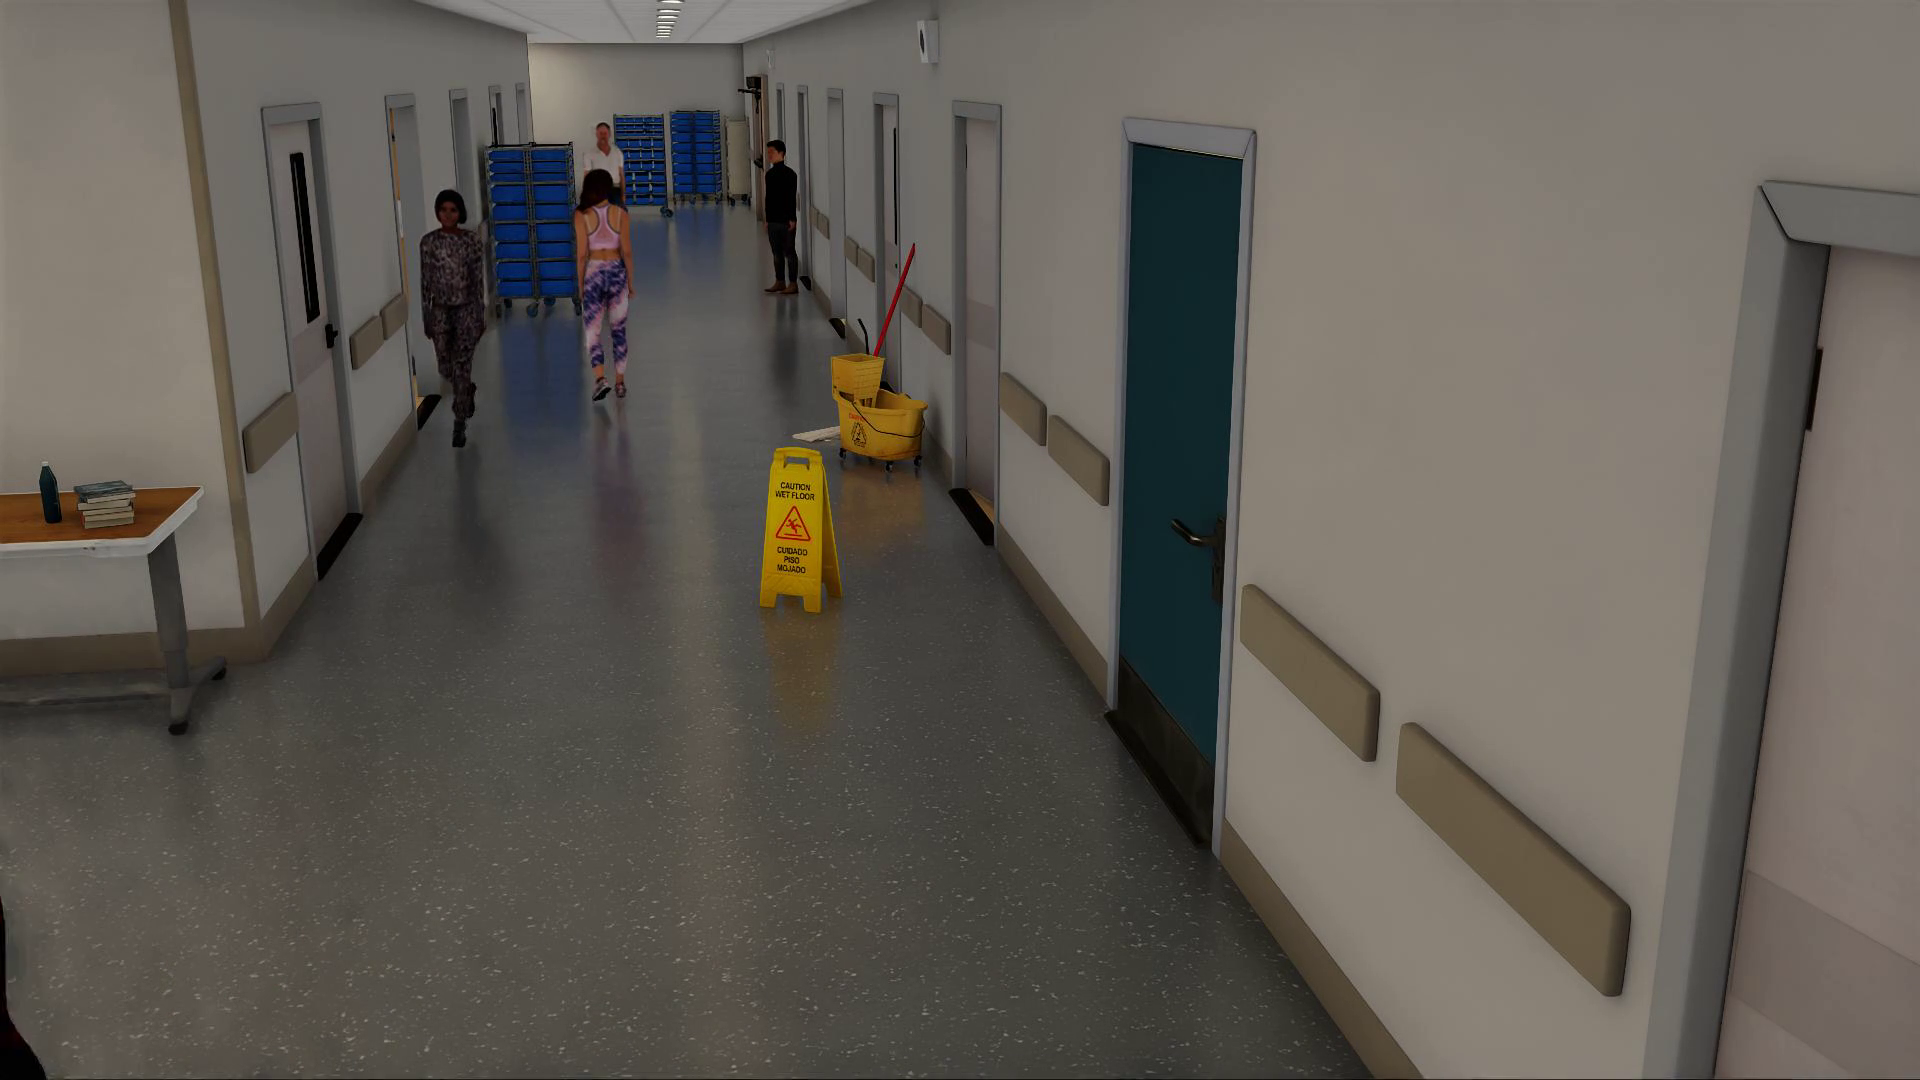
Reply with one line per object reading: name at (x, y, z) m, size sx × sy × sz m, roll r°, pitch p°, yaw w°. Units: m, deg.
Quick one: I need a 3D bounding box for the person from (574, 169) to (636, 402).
person at (-2.709, -1.946, 12.741) m, size 0.674 × 1.763 × 0.899 m, roll -6°, pitch 17°, yaw -19°

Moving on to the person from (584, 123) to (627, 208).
person at (-4.504, -4.368, 21.191) m, size 0.699 × 1.838 × 0.958 m, roll -4°, pitch 16°, yaw -15°

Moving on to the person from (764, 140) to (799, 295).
person at (-2.036, -3.692, 19.009) m, size 0.692 × 1.722 × 0.777 m, roll 13°, pitch 20°, yaw 39°

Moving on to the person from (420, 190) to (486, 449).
person at (-3.416, -1.503, 11.306) m, size 0.594 × 1.688 × 1.078 m, roll -2°, pitch 16°, yaw -7°
